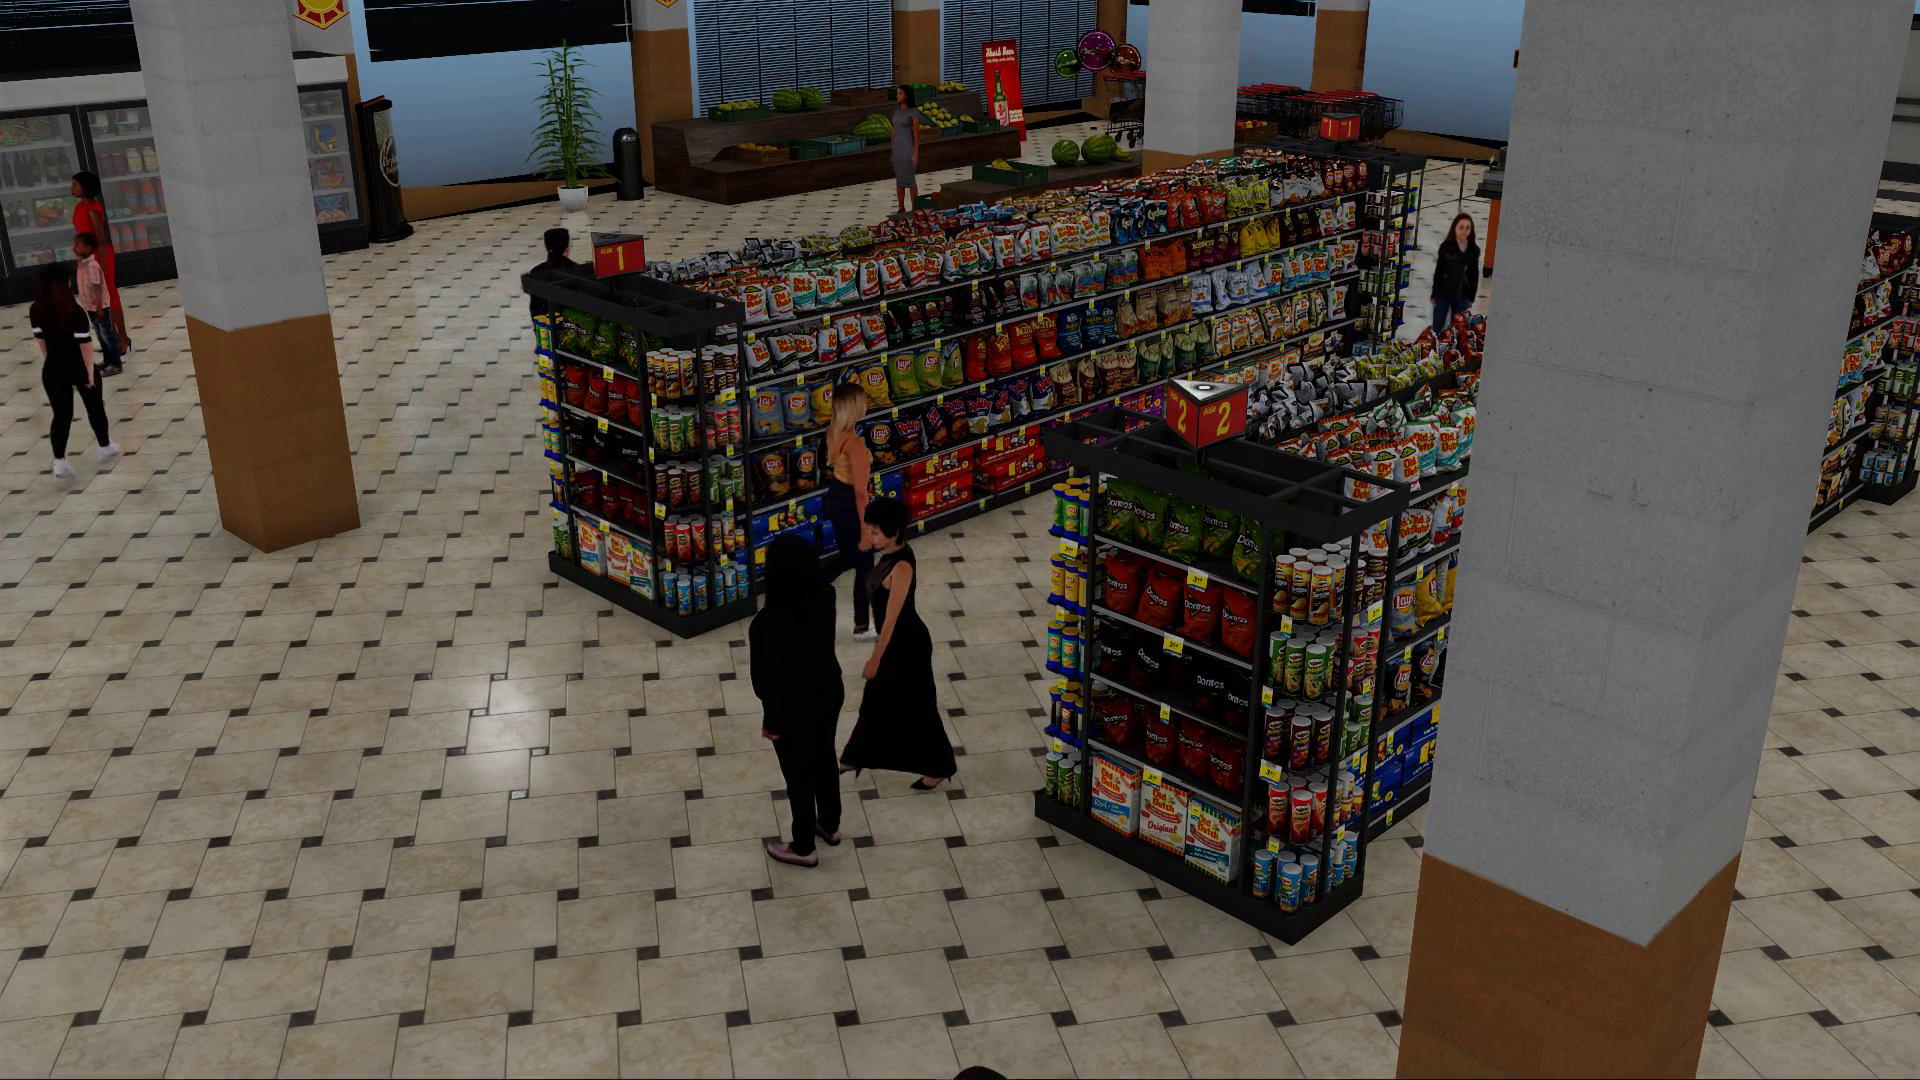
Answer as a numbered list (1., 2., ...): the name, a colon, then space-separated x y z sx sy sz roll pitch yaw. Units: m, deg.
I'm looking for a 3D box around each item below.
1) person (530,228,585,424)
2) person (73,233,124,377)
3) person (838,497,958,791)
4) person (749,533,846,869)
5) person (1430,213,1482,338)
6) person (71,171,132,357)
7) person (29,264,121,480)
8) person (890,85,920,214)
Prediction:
1. person: -3.226 -1.645 13.517 1.002 1.623 1.191 6 23 15
2. person: -7.898 -2.168 15.243 0.485 1.306 0.504 -18 28 -38
3. person: -0.197 0.539 8.152 0.999 1.571 0.855 -5 22 -12
4. person: -0.717 0.728 7.622 0.769 1.616 0.640 13 25 29
5. person: 4.511 -2.267 15.274 0.834 1.466 0.956 3 22 8
6. person: -8.162 -2.619 15.781 0.565 1.743 0.488 20 29 40
7. person: -6.763 -1.241 12.541 1.086 1.602 1.114 -1 22 -3
8. person: -0.714 -5.049 21.776 0.601 1.781 0.538 18 28 37
